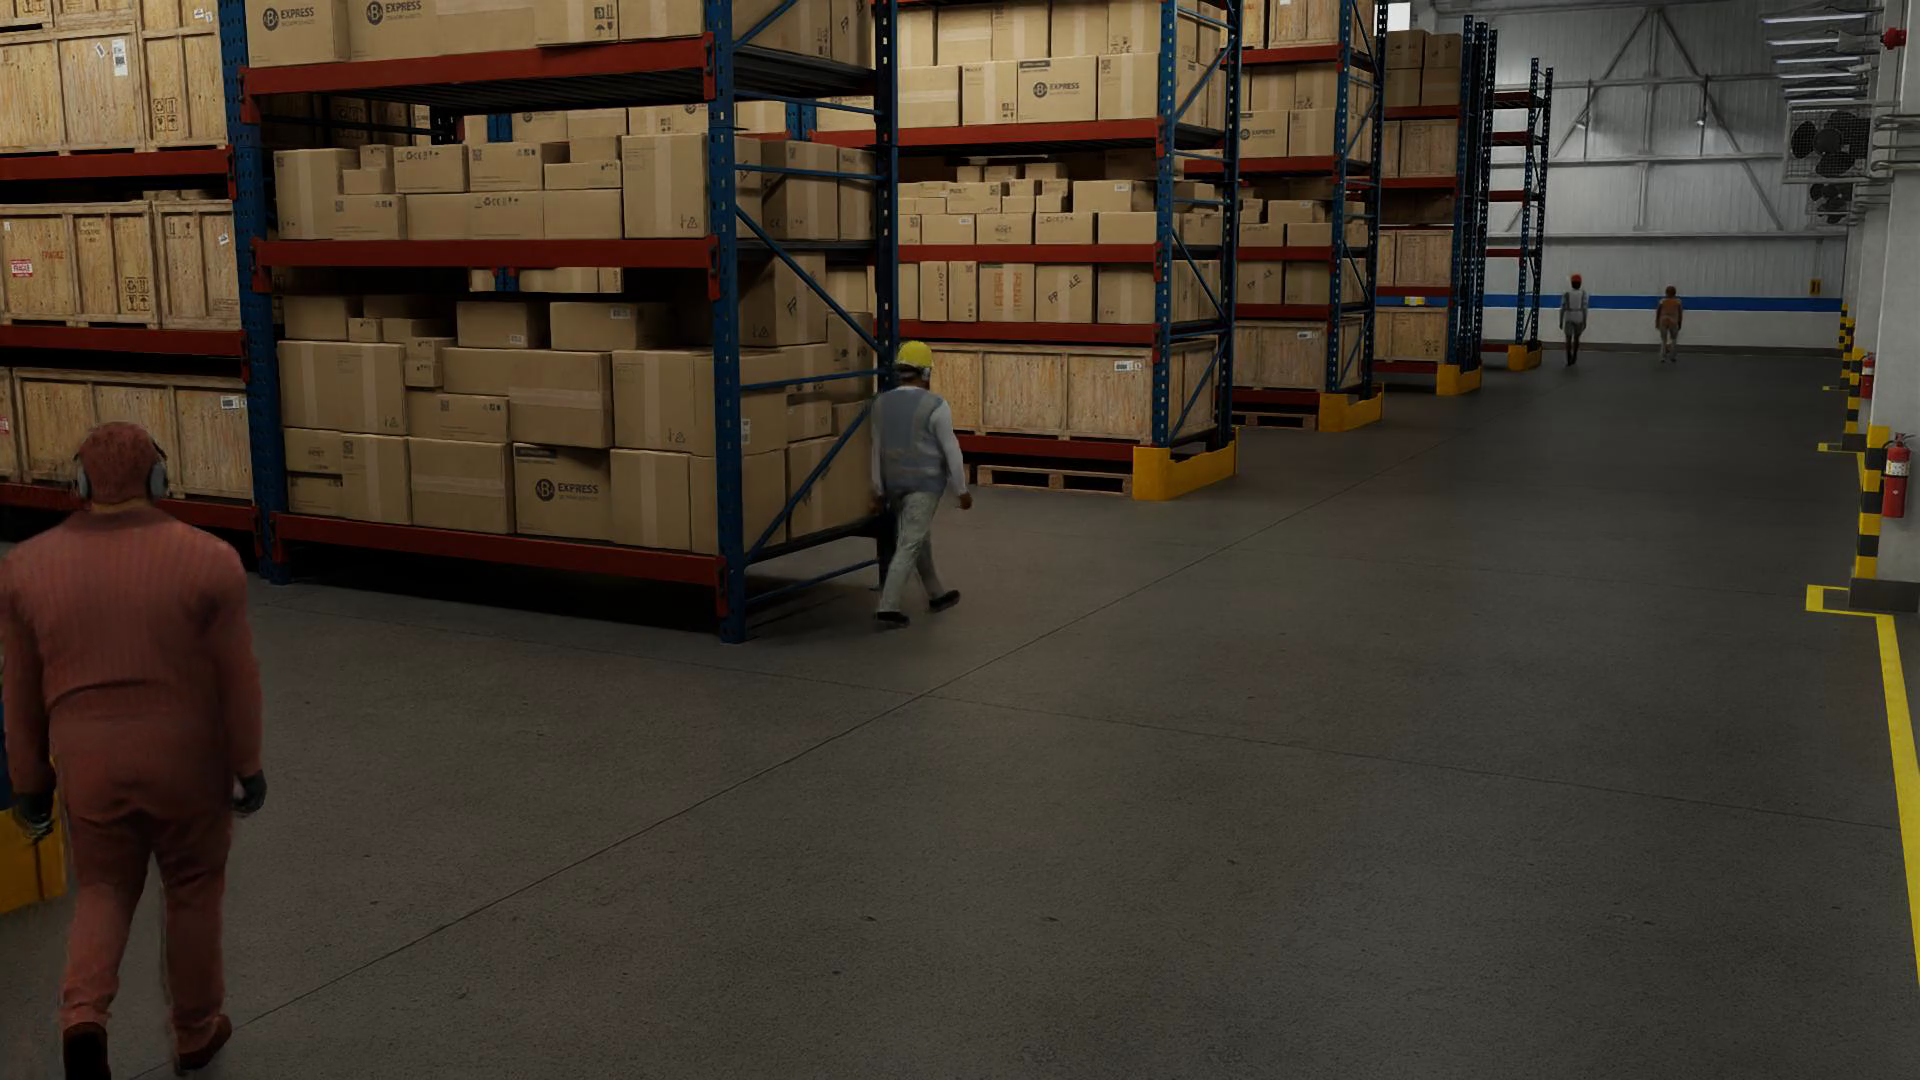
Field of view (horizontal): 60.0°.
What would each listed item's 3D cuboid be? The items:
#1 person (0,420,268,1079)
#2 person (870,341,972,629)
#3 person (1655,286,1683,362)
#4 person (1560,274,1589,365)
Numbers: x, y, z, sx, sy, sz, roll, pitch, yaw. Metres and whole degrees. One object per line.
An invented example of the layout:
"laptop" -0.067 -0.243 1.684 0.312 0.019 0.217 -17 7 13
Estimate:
"person" -2.258 0.616 4.568 0.642 1.884 0.605 -2 10 -10
"person" -0.264 -0.356 10.480 0.605 1.785 0.930 8 13 40
"person" 15.198 -4.627 35.673 0.538 1.616 0.513 4 11 21
"person" 12.818 -4.599 34.726 0.544 1.902 0.907 4 10 20
